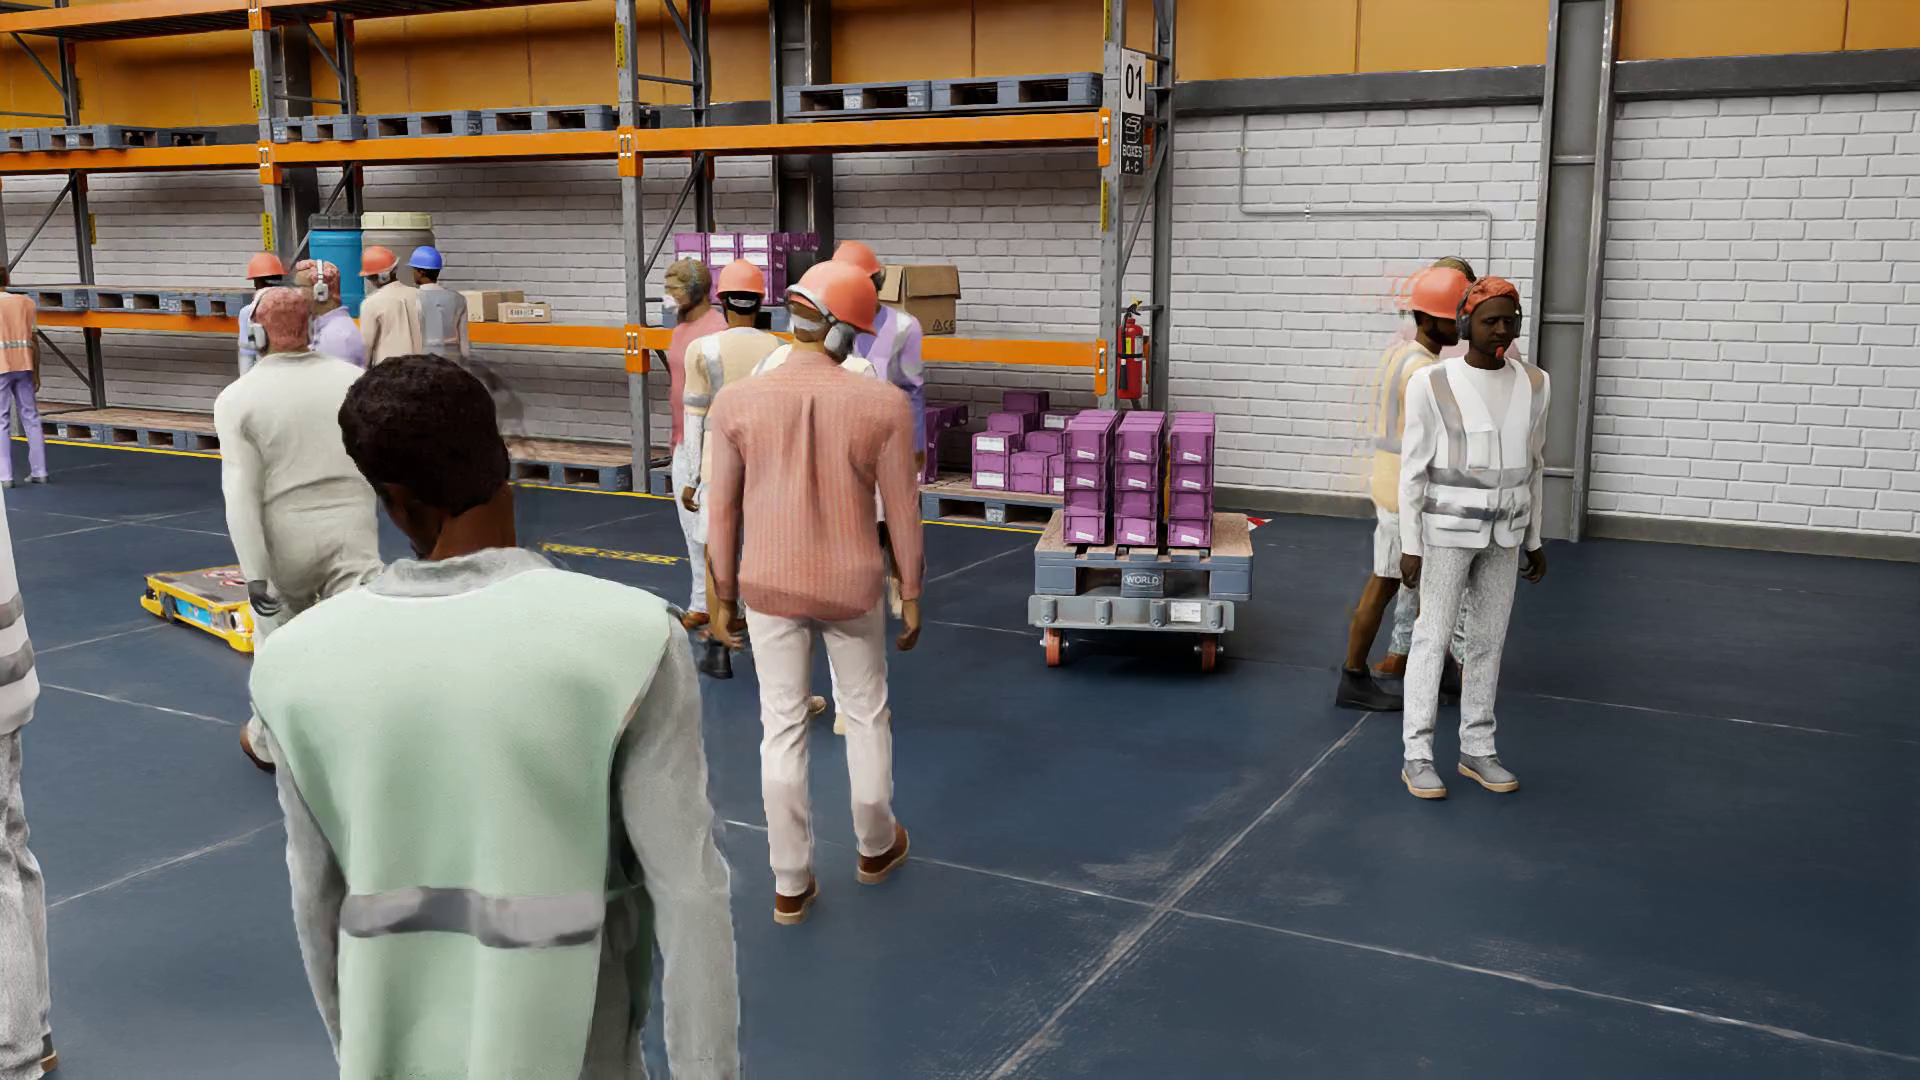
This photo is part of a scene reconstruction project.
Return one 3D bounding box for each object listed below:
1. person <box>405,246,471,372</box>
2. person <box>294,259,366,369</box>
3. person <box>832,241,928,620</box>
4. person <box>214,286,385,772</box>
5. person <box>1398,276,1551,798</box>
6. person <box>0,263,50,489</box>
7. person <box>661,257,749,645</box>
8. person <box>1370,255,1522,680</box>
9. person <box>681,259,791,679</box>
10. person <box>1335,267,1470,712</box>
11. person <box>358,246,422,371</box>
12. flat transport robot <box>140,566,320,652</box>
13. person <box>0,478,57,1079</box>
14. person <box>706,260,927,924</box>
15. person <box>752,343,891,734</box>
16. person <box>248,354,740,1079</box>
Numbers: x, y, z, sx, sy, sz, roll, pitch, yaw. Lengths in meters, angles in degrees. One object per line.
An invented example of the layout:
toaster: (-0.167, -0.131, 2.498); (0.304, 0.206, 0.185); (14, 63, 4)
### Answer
person: (-4.143, -1.331, 13.115); (0.375, 1.949, 0.614); (10, 14, 43)
person: (-3.276, -0.488, 8.617); (0.409, 1.909, 0.643); (-5, 12, -27)
person: (-0.475, -0.546, 8.674); (0.635, 2.001, 0.528); (-1, 10, -5)
person: (-2.356, 0.016, 6.027); (0.631, 1.845, 1.042); (-9, 13, -39)
person: (1.855, -0.004, 6.022); (0.585, 1.882, 0.337); (-3, 11, -15)
person: (-7.689, -1.330, 13.437); (0.382, 1.836, 0.567); (6, 12, 32)
person: (-1.288, -0.448, 8.362); (0.385, 1.928, 0.655); (-6, 12, -31)
person: (2.167, -0.292, 7.463); (0.632, 1.938, 0.359); (10, 14, 43)
person: (-1.004, -0.320, 7.655); (0.565, 1.921, 0.386); (-5, 11, -25)
person: (1.980, -0.178, 6.948); (0.823, 1.887, 0.558); (3, 11, 14)
person: (-4.376, -1.302, 13.007); (0.502, 1.947, 0.716); (9, 14, 42)
flat transport robot: (-3.686, 0.319, 8.678); (0.652, 0.197, 1.431); (-10, 14, -44)
person: (-2.279, 0.414, 3.740); (0.362, 1.883, 0.575); (-4, 11, -19)
person: (-0.429, 0.144, 5.023); (0.653, 1.957, 0.561); (0, 10, -2)
person: (-0.552, -0.130, 6.831); (0.633, 1.841, 0.429); (7, 12, 32)
person: (-0.530, 0.706, 2.170); (0.766, 1.873, 0.393); (3, 11, 14)
